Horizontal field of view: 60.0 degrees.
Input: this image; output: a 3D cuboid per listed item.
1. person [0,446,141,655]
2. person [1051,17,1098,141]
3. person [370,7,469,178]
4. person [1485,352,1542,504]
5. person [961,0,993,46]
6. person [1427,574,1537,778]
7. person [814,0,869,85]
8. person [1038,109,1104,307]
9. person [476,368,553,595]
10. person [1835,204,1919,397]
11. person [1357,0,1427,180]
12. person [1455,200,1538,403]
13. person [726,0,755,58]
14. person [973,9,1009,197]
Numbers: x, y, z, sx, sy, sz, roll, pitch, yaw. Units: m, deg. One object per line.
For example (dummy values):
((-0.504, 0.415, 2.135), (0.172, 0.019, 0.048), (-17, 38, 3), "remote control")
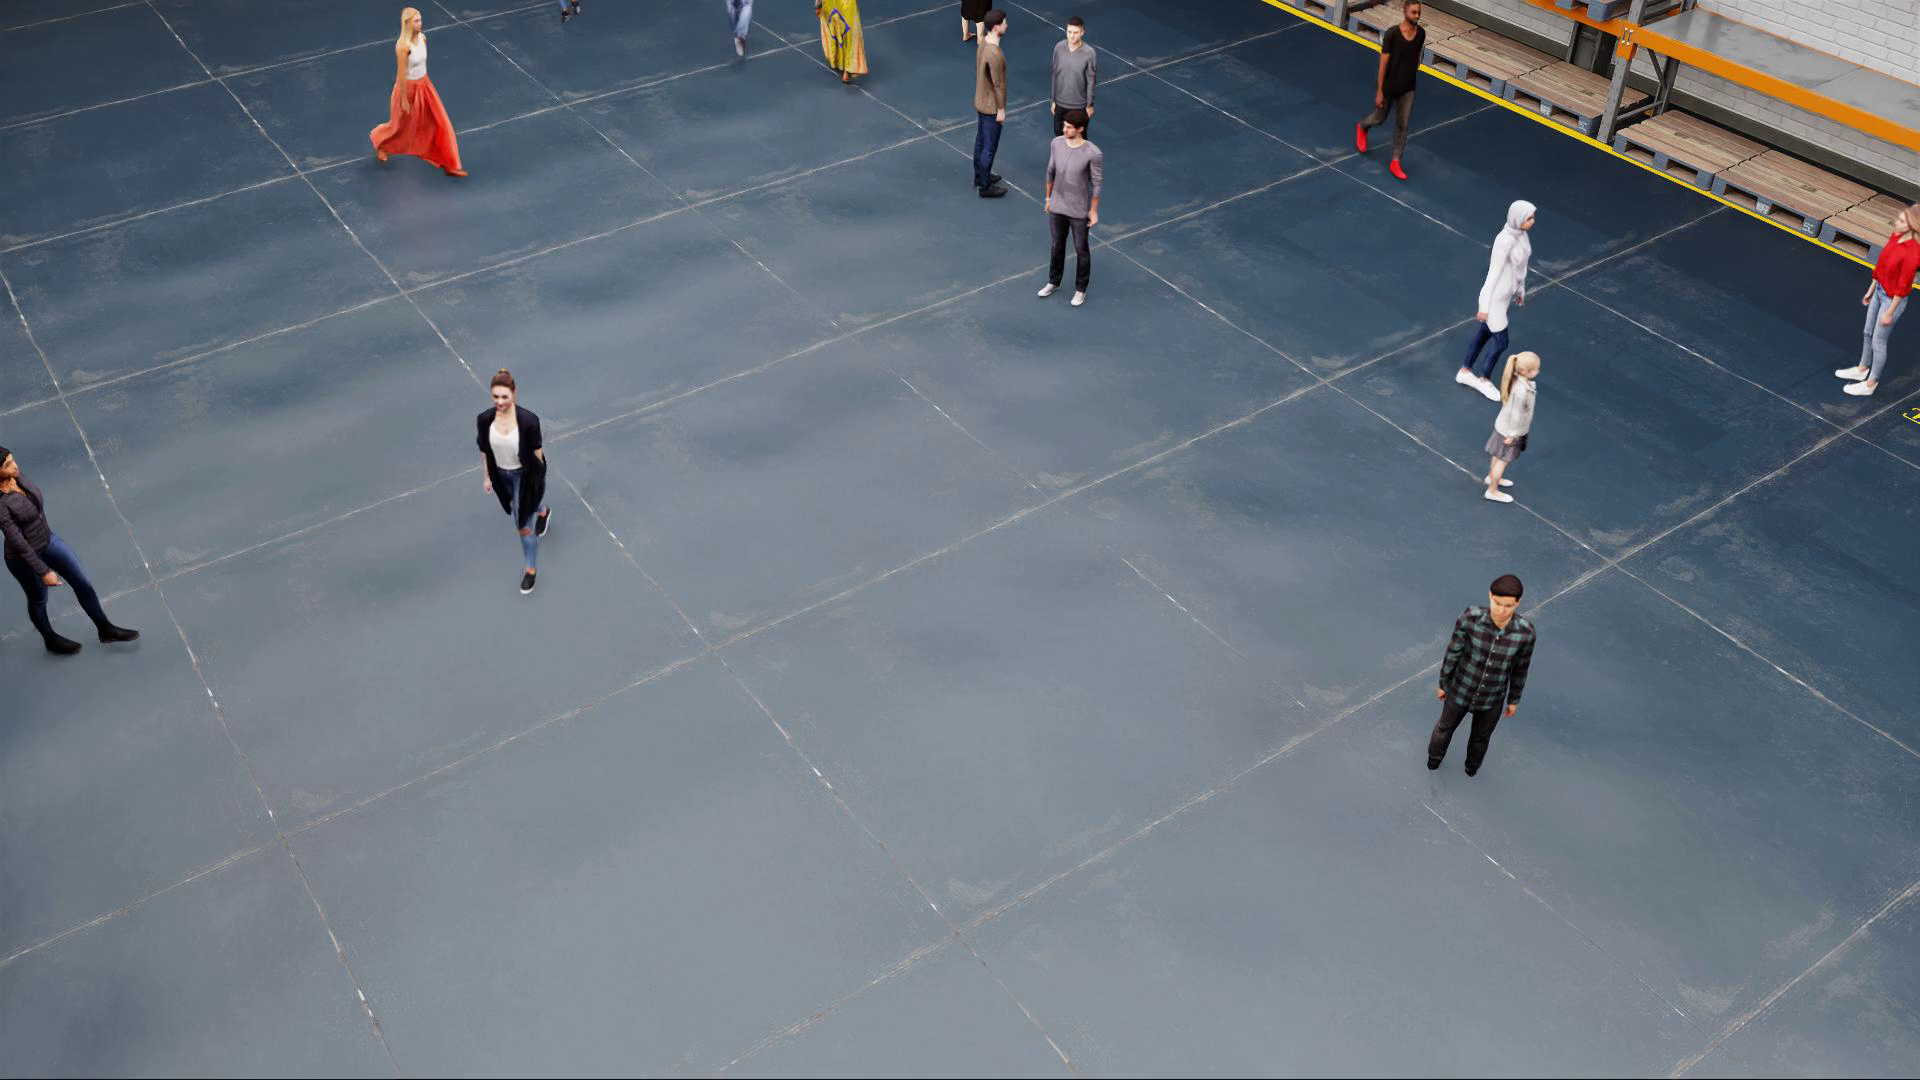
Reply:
((-6.261, 0.108, 11.077), (0.981, 1.728, 0.938), (4, 39, 5), "person")
((1.130, -4.406, 16.707), (0.639, 1.757, 0.759), (17, 42, 20), "person")
((-5.613, -4.522, 16.868), (1.389, 1.736, 1.128), (16, 41, 20), "person")
((4.203, -0.883, 12.681), (0.666, 1.275, 0.615), (9, 40, 11), "person")
((0.177, -6.696, 19.680), (0.588, 1.624, 0.703), (27, 46, 29), "person")
((3.195, 0.896, 10.260), (0.707, 1.715, 0.781), (11, 40, 14), "person")
((-1.386, -6.089, 18.926), (1.228, 1.617, 1.337), (3, 39, 3), "person")
((1.003, -3.000, 14.870), (0.633, 1.851, 0.805), (22, 43, 25), "person")
((-3.154, -0.519, 11.928), (1.089, 1.646, 1.159), (6, 39, 7), "person")
((7.656, -1.981, 13.716), (0.762, 1.699, 0.684), (3, 39, 4), "person")
((4.417, -4.664, 17.013), (0.939, 1.776, 1.219), (-8, 39, -9), "person")
((4.344, -2.010, 13.703), (0.781, 1.760, 0.732), (27, 46, 30), "person")
((-2.631, -6.542, 19.322), (1.055, 1.830, 1.141), (4, 39, 5), "person")
((0.297, -4.348, 16.531), (0.782, 1.884, 0.631), (-8, 39, -10), "person")
